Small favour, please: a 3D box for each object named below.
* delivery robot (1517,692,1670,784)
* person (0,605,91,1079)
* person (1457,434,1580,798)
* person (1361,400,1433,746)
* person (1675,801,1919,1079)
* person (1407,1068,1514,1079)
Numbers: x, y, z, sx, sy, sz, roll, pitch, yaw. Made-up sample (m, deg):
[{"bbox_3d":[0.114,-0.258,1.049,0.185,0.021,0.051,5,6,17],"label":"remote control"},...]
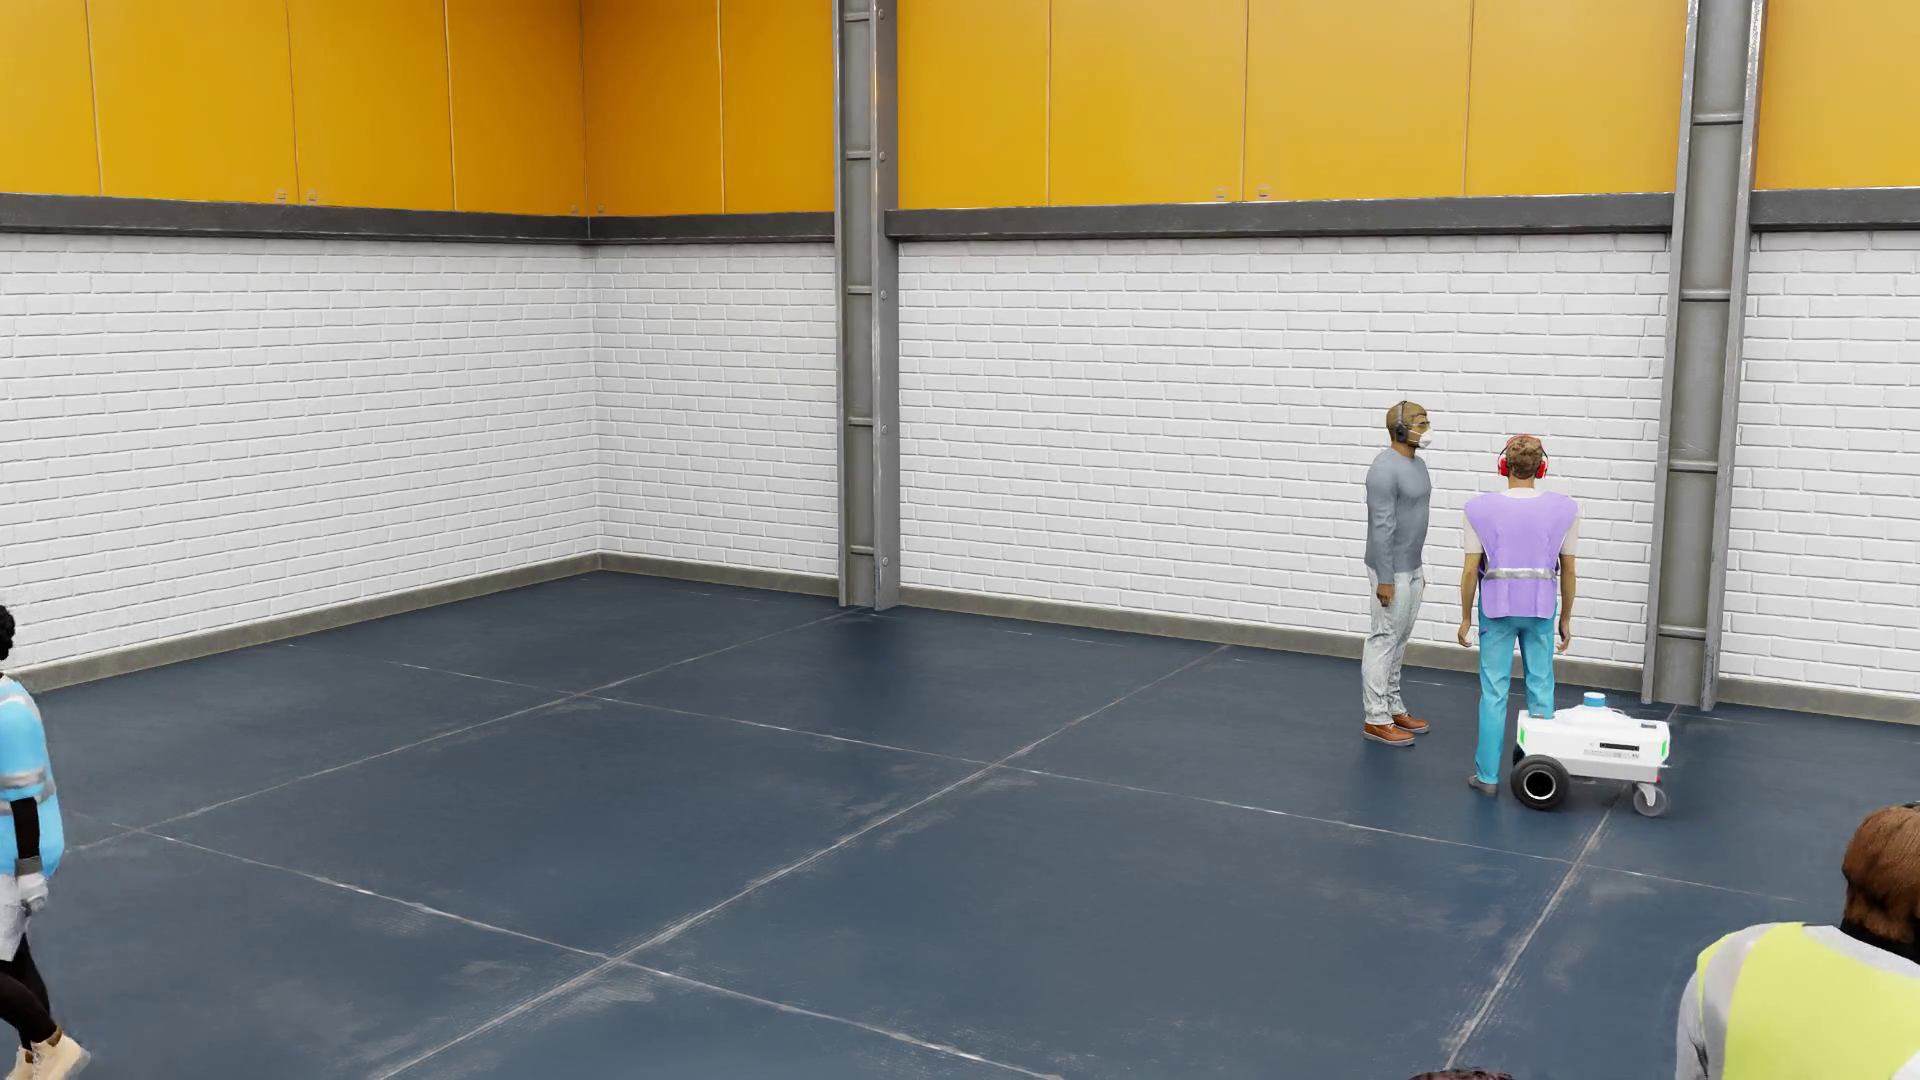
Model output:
[{"bbox_3d":[3.150,1.004,8.287,0.707,0.478,0.477,3,10,19],"label":"delivery robot"},{"bbox_3d":[-2.996,0.988,5.161,0.378,1.680,0.547,-8,12,-41],"label":"person"},{"bbox_3d":[2.797,0.393,8.370,0.564,1.846,0.394,1,9,9],"label":"person"},{"bbox_3d":[2.491,0.177,9.437,0.371,1.940,0.630,6,11,31],"label":"person"},{"bbox_3d":[1.567,1.309,2.812,0.949,1.793,0.635,-3,10,-17],"label":"person"},{"bbox_3d":[0.580,1.439,1.678,0.480,1.896,0.613,-2,9,-15],"label":"person"}]
